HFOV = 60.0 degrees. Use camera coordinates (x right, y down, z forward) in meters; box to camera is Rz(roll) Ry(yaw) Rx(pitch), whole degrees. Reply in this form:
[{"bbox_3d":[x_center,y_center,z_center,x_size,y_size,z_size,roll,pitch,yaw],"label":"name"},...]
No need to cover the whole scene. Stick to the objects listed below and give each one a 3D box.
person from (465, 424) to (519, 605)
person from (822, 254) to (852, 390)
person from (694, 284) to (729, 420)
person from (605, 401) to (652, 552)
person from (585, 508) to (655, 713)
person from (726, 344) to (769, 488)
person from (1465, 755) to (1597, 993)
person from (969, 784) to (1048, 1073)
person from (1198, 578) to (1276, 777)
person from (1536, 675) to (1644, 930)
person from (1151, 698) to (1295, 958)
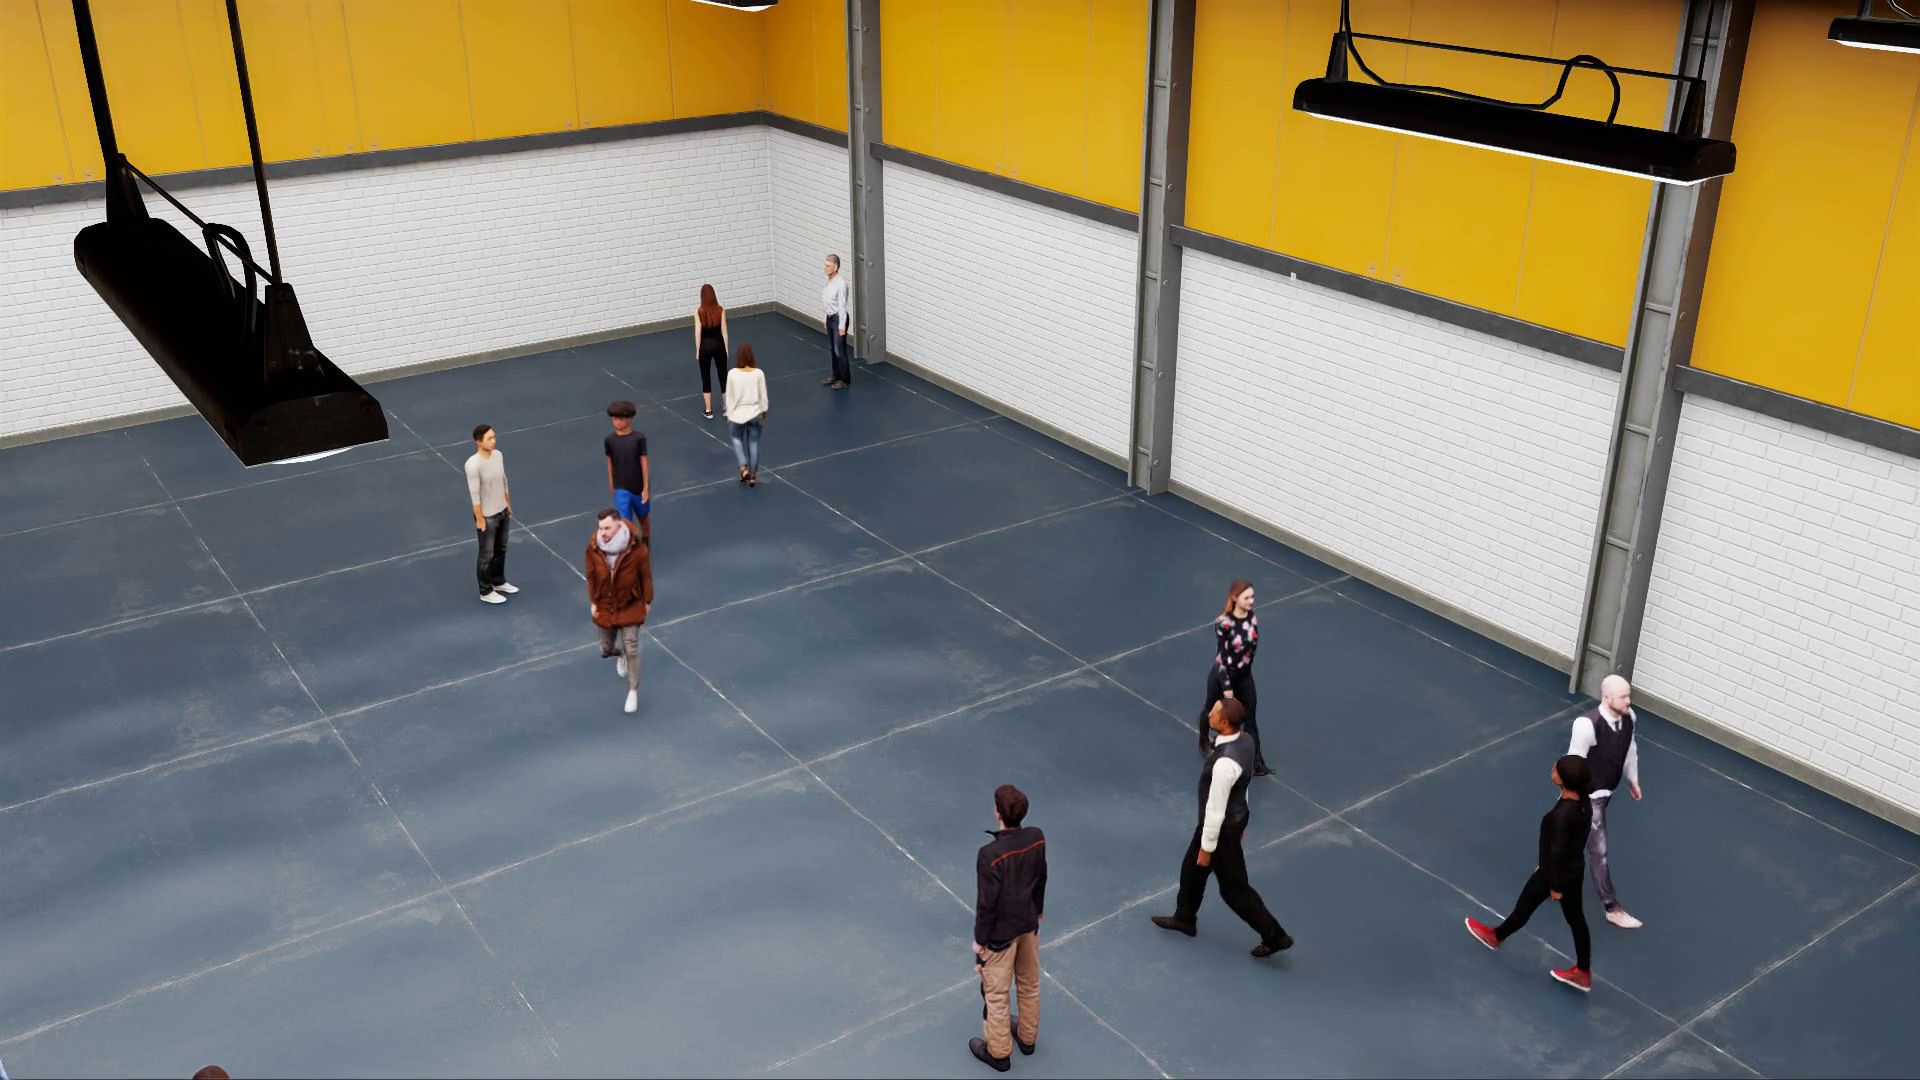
[{"bbox_3d":[-4.559,-0.272,16.096,0.731,1.807,0.719,9,25,20],"label":"person"},{"bbox_3d":[-1.636,-2.926,22.156,0.729,1.816,0.529,-12,26,-26],"label":"person"},{"bbox_3d":[-3.142,-2.397,21.059,0.637,1.726,0.632,-6,24,-13],"label":"person"},{"bbox_3d":[-3.303,-0.570,16.835,1.016,1.761,1.204,-1,24,-1],"label":"person"},{"bbox_3d":[-2.903,0.542,14.220,0.992,1.818,1.101,-1,24,-2],"label":"person"},{"bbox_3d":[-2.412,-1.370,18.779,0.739,1.669,0.743,-4,24,-9],"label":"person"},{"bbox_3d":[3.951,2.174,10.715,1.128,1.634,0.723,22,32,40],"label":"person"},{"bbox_3d":[0.288,2.326,10.004,0.710,1.925,0.594,-18,29,-35],"label":"person"},{"bbox_3d":[2.097,1.062,13.257,0.664,1.636,1.077,-12,26,-25],"label":"person"},{"bbox_3d":[4.337,1.721,11.570,0.706,1.780,1.150,-15,28,-31],"label":"person"},{"bbox_3d":[1.822,1.931,10.958,1.338,1.885,1.134,9,25,20],"label":"person"}]
